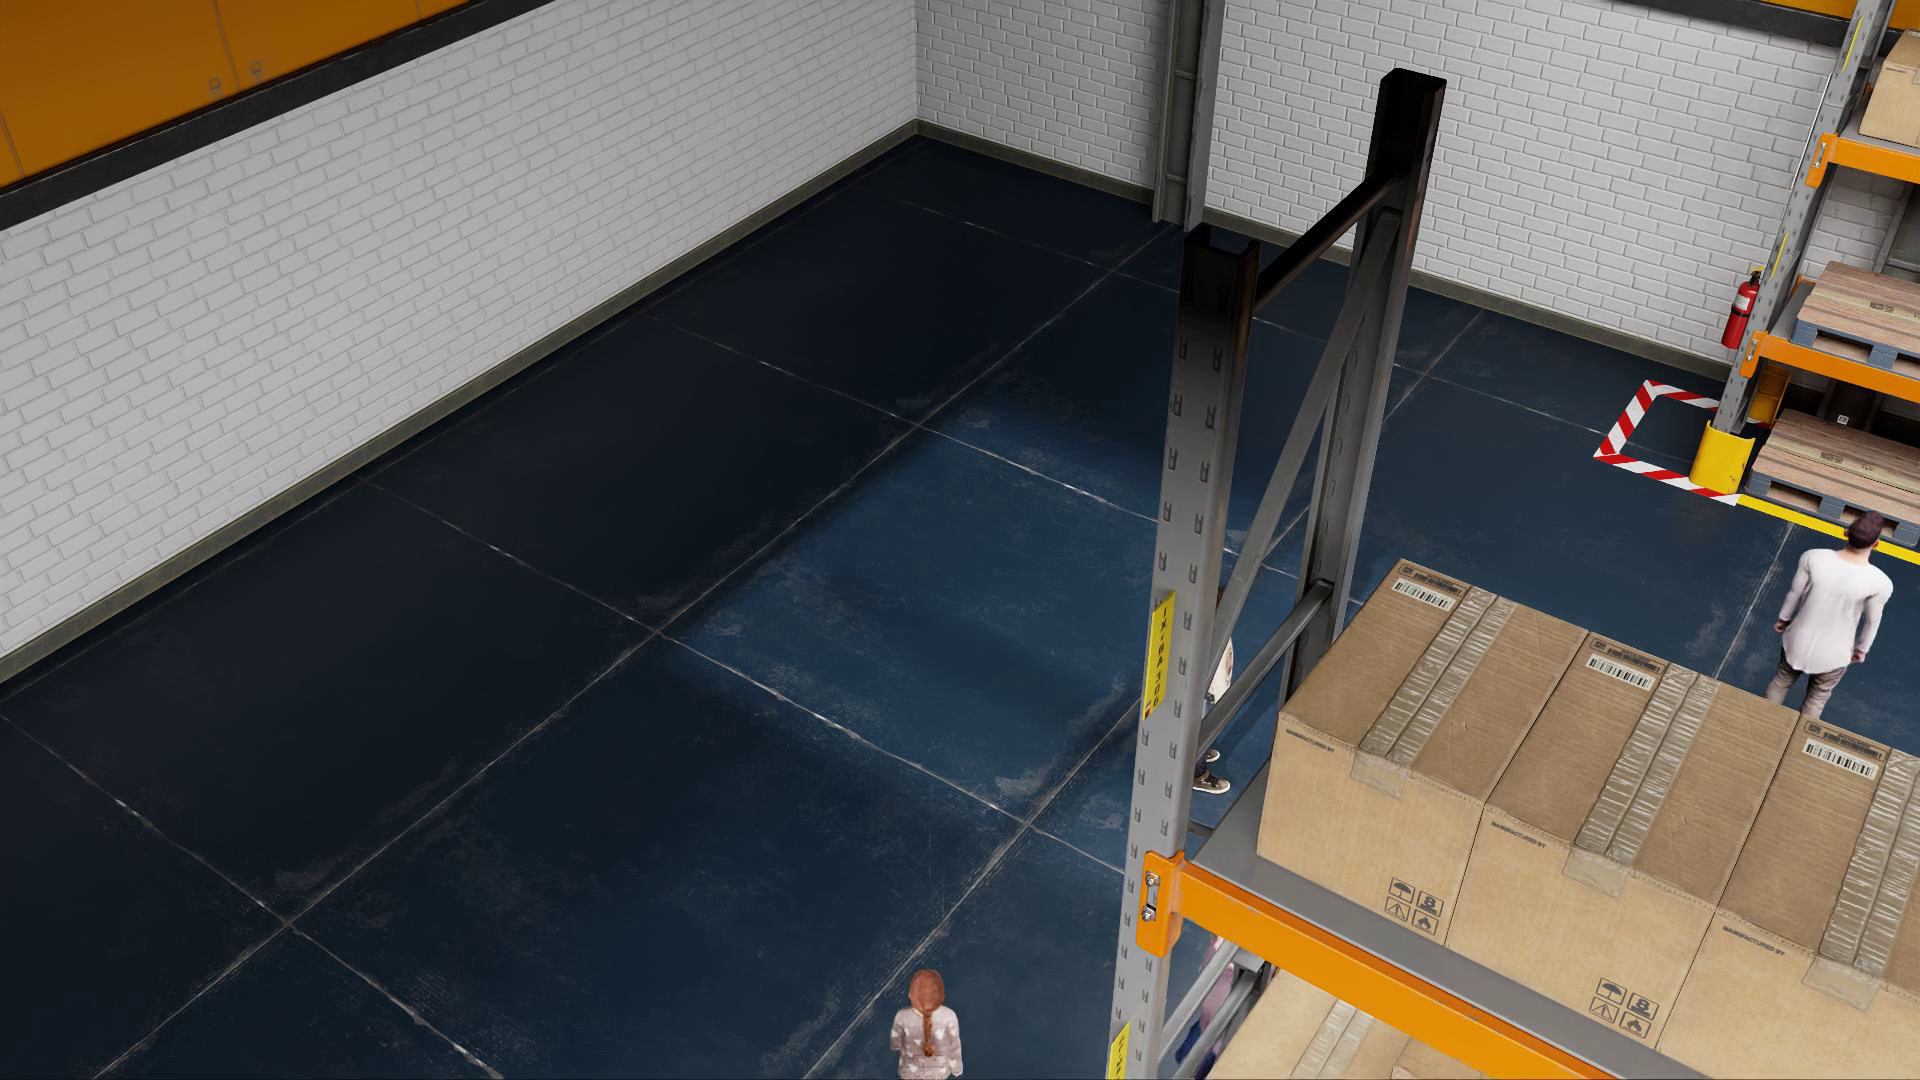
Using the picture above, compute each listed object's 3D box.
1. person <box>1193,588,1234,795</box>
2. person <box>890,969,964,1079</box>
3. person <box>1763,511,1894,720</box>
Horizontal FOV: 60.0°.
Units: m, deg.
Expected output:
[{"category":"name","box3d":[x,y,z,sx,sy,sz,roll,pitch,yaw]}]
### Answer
[{"category":"person","box3d":[1.462,0.856,9.787,0.679,1.467,0.635,-2,39,-2]},{"category":"person","box3d":[-0.163,2.528,7.929,0.788,1.173,0.804,0,39,0]},{"category":"person","box3d":[5.094,0.576,9.837,0.549,1.842,0.756,31,48,33]}]
